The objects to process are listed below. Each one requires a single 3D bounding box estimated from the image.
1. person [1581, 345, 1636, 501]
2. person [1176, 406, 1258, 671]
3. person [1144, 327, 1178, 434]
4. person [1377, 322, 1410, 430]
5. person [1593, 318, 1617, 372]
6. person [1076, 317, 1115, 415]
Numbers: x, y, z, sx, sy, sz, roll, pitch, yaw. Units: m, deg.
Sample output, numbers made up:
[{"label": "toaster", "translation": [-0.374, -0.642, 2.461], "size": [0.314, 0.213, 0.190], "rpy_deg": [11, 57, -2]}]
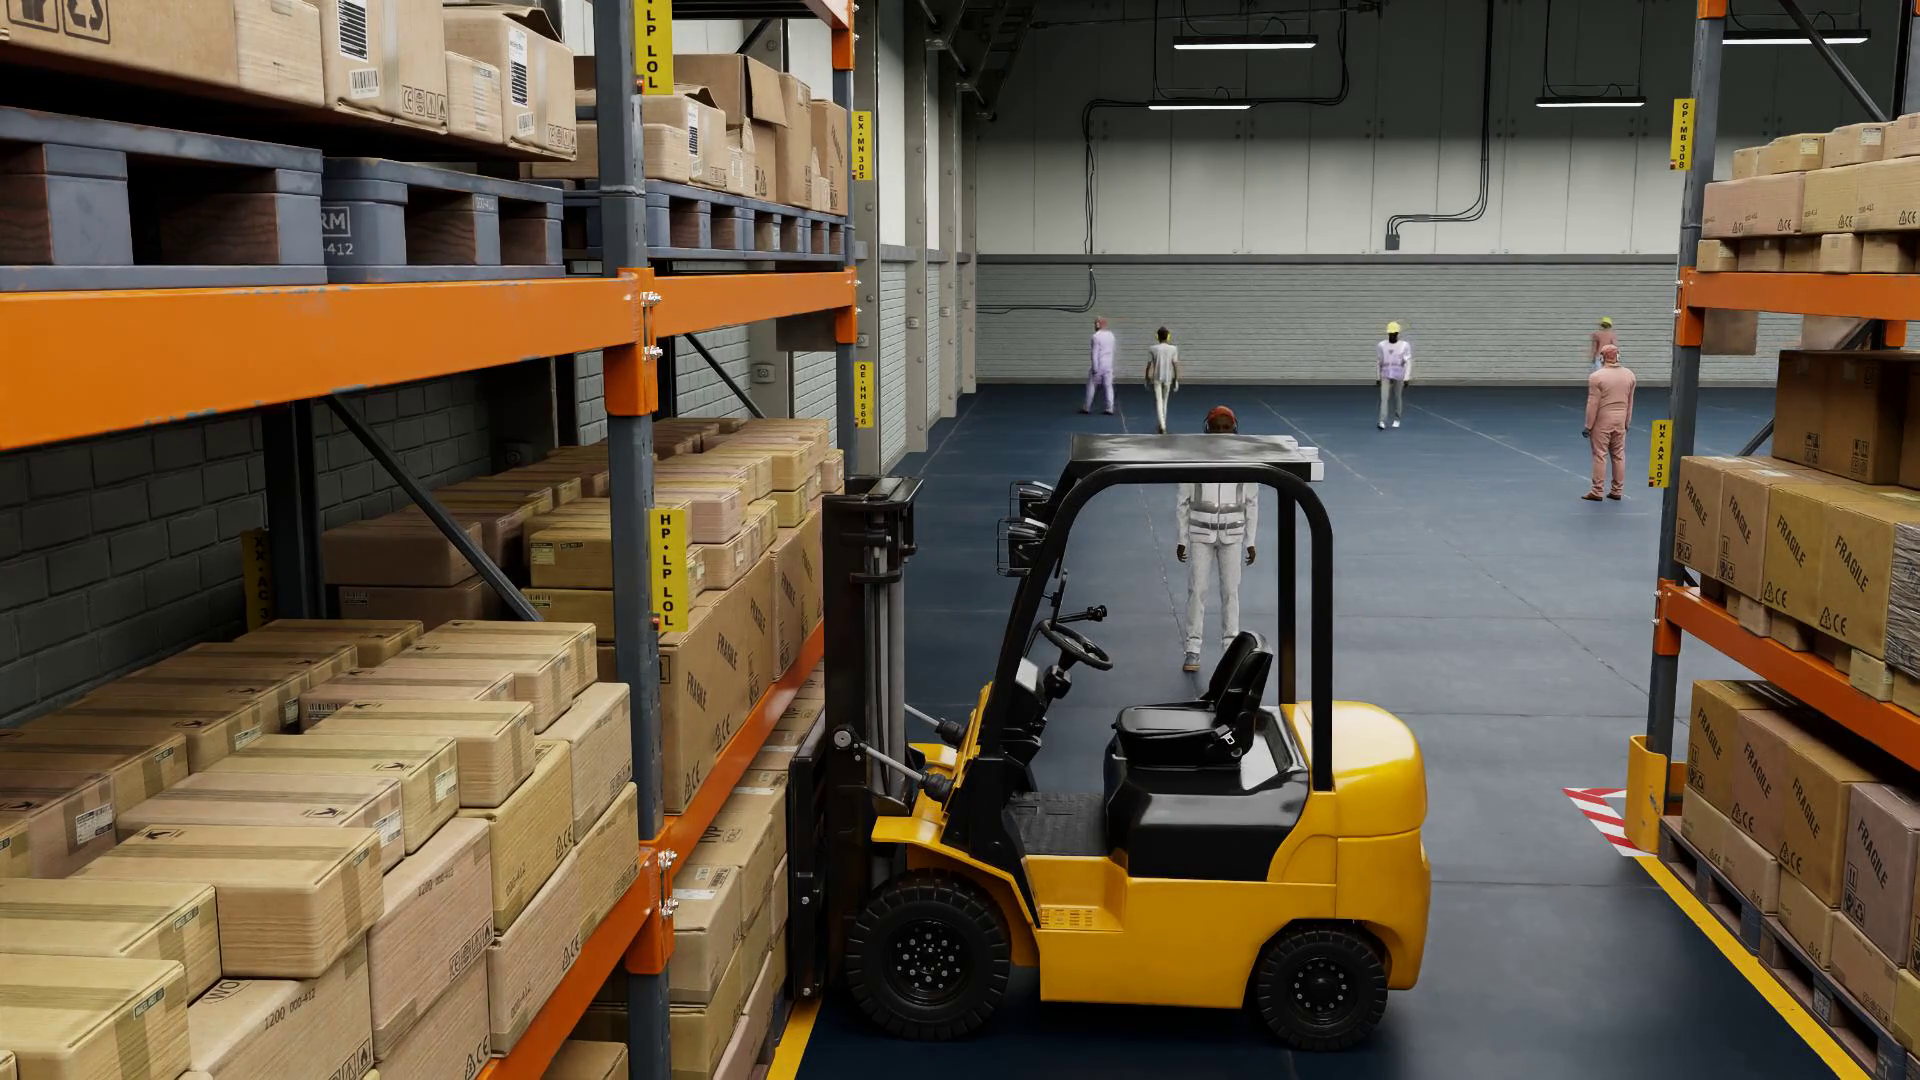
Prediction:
[{"label": "person", "translation": [7.884, -1.423, 20.291], "size": [0.636, 1.902, 0.406], "rpy_deg": [-3, 10, -16]}, {"label": "person", "translation": [1.810, -0.004, 11.743], "size": [0.574, 1.885, 0.355], "rpy_deg": [1, 9, 5]}, {"label": "person", "translation": [3.435, -2.719, 28.405], "size": [0.541, 1.820, 1.002], "rpy_deg": [-1, 9, -3]}, {"label": "person", "translation": [7.599, -2.882, 29.210], "size": [0.606, 1.873, 0.986], "rpy_deg": [5, 11, 28]}, {"label": "person", "translation": [14.107, -3.989, 36.370], "size": [0.543, 1.710, 0.912], "rpy_deg": [7, 12, 38]}, {"label": "person", "translation": [2.633, -3.347, 32.027], "size": [0.666, 1.865, 0.902], "rpy_deg": [-9, 13, -44]}]
